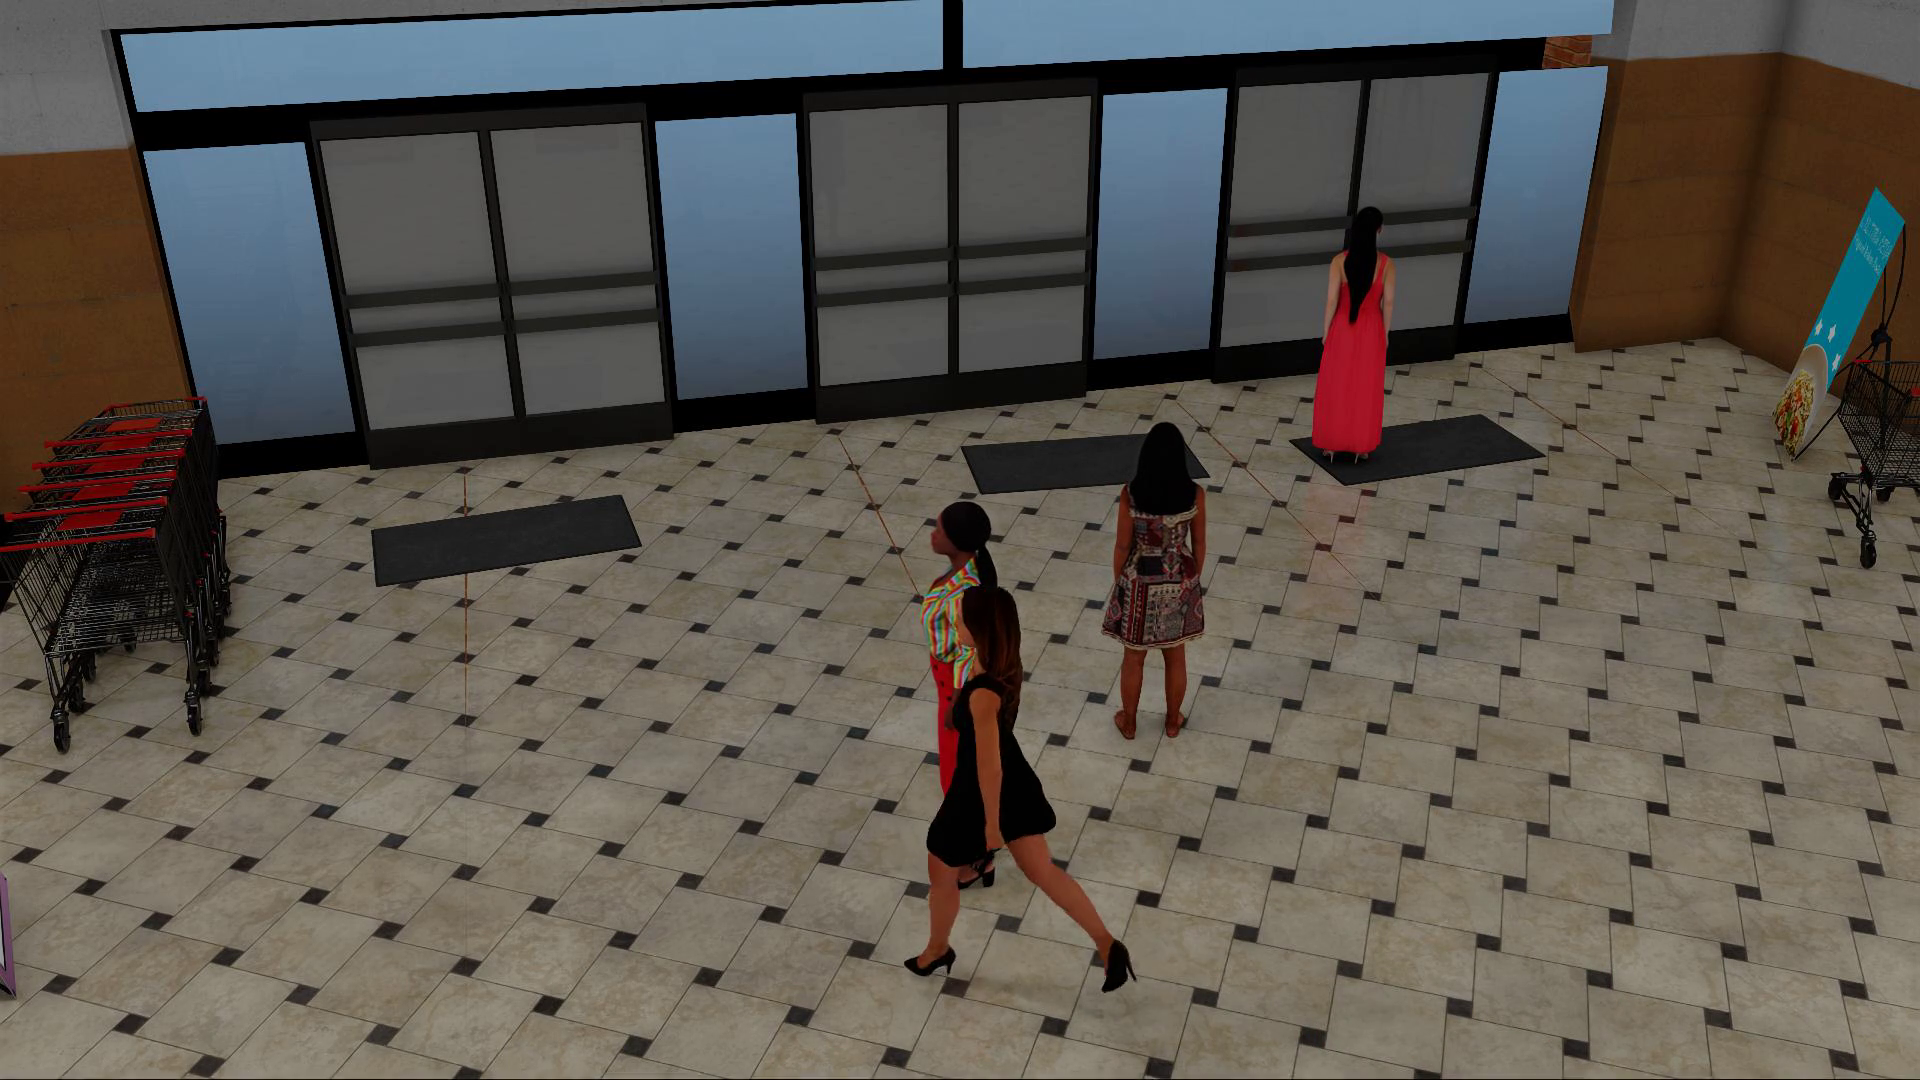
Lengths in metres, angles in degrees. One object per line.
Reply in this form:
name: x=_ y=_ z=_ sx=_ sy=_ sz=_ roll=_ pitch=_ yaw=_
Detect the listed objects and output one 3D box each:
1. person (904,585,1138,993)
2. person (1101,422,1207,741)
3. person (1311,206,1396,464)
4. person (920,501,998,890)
person: x=0.222 y=1.000 z=6.147 sx=1.059 sy=1.799 sz=1.161 roll=9 pitch=28 yaw=16
person: x=0.933 y=0.207 z=7.879 sx=0.693 sy=1.645 sz=0.602 roll=-1 pitch=27 yaw=-3
person: x=2.565 y=-1.312 z=10.788 sx=0.706 sy=1.725 sz=0.712 roll=5 pitch=27 yaw=10
person: x=0.018 y=0.653 z=6.842 sx=0.732 sy=1.789 sz=0.599 roll=3 pitch=27 yaw=6
